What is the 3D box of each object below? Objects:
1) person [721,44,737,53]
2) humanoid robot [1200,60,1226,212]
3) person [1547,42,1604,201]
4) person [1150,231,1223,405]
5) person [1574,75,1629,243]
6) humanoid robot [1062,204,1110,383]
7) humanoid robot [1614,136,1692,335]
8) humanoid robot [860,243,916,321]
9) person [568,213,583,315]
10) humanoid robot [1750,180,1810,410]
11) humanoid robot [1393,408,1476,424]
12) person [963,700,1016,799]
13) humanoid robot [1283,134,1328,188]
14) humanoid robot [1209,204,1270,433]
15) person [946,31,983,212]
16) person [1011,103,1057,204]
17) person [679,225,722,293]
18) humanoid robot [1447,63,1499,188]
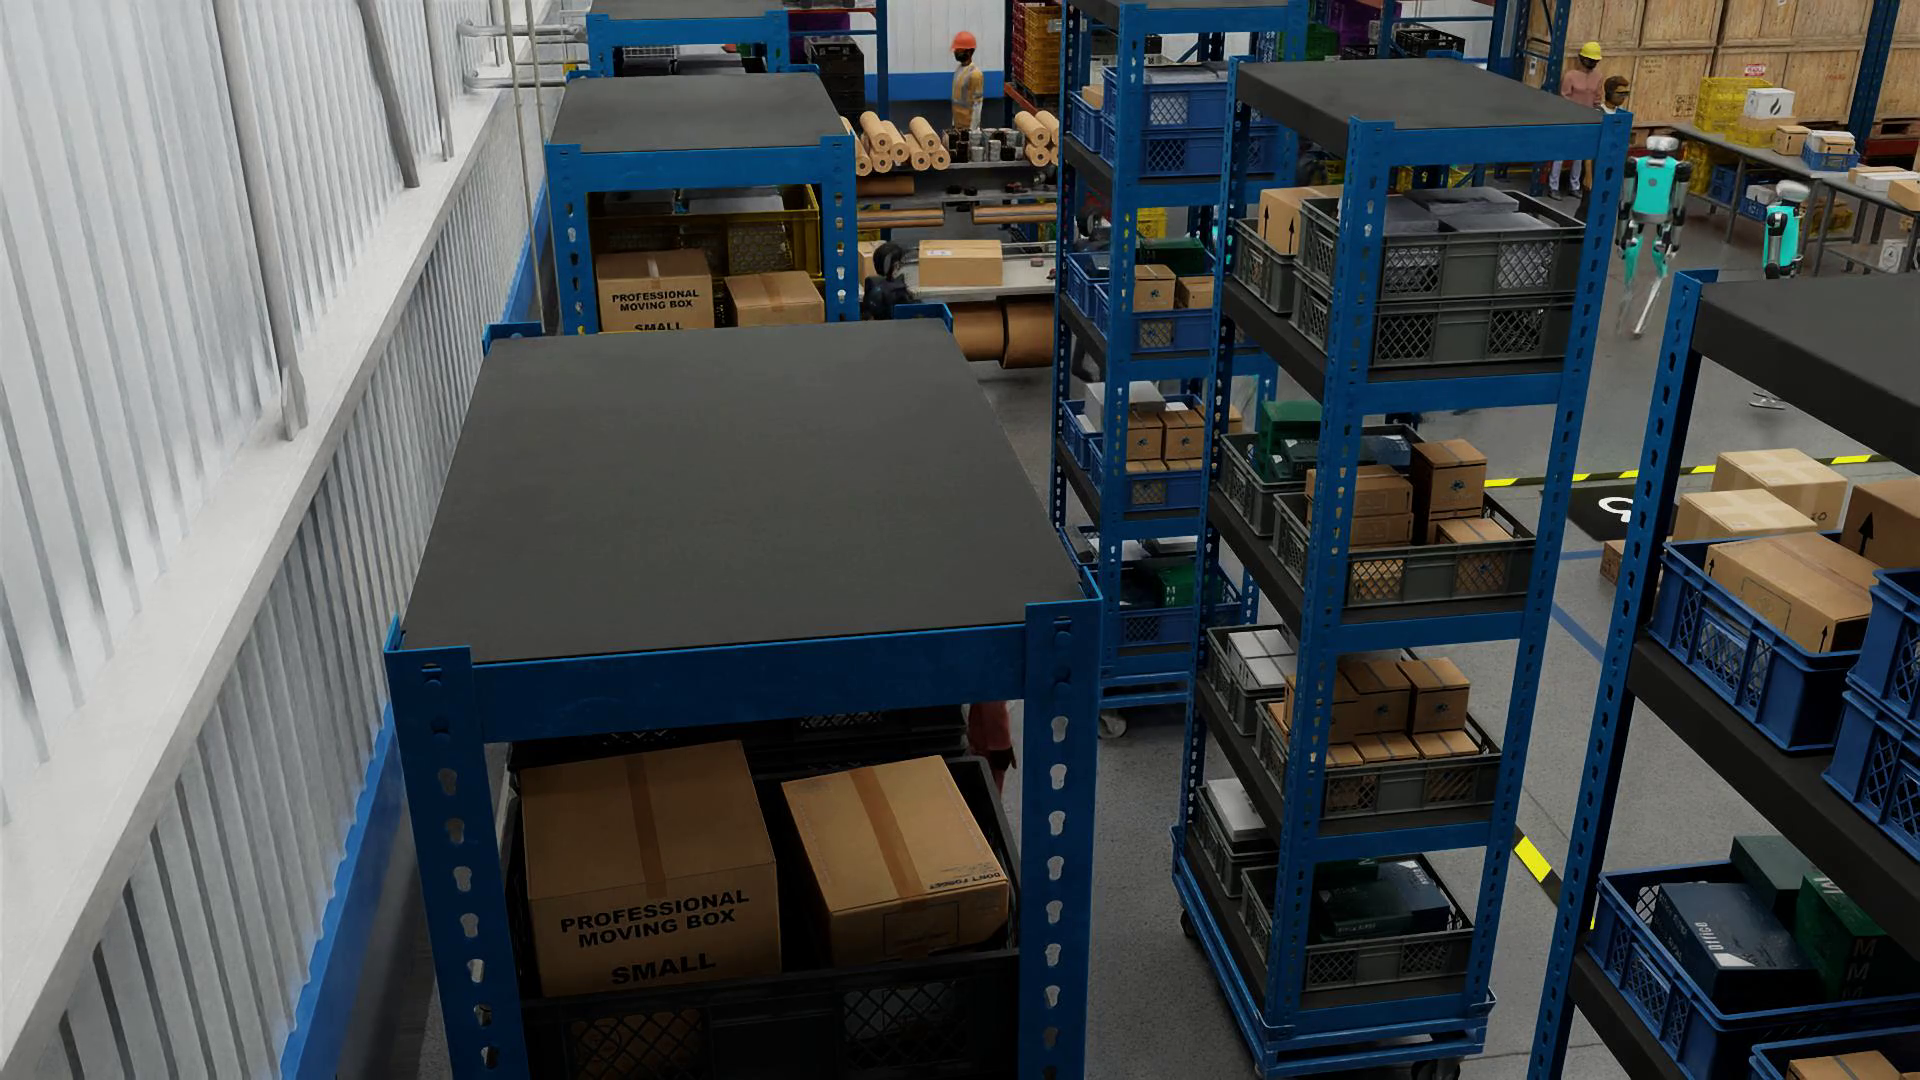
[{"bbox_3d":[-2.311,-4.252,17.425,0.391,2.040,0.607,-23,33,-40],"label":"person"},{"bbox_3d":[2.695,-4.144,17.580,0.544,1.740,1.026,0,25,0],"label":"humanoid robot"},{"bbox_3d":[6.986,-4.723,18.786,0.525,1.760,0.335,-6,25,-12],"label":"person"},{"bbox_3d":[1.473,-1.098,10.790,0.596,1.851,0.380,-4,25,-9],"label":"person"},{"bbox_3d":[6.260,-3.615,16.290,0.506,1.837,0.334,-21,32,-37],"label":"person"},{"bbox_3d":[1.045,-1.658,12.223,0.612,1.643,0.419,19,31,35],"label":"humanoid robot"},{"bbox_3d":[5.861,-2.523,14.115,0.539,1.870,0.737,15,29,29],"label":"humanoid robot"},{"bbox_3d":[-0.490,-1.234,11.349,0.586,1.622,0.785,23,33,40],"label":"humanoid robot"},{"bbox_3d":[-2.731,-1.883,12.494,0.343,1.862,0.509,20,32,37],"label":"person"},{"bbox_3d":[6.204,-1.769,12.231,0.735,1.673,0.533,16,29,31],"label":"humanoid robot"},{"bbox_3d":[3.603,-1.650,12.262,0.791,1.632,0.616,-4,25,-9],"label":"humanoid robot"},{"bbox_3d":[0.084,0.683,6.840,0.392,1.920,0.587,-5,25,-11],"label":"person"},{"bbox_3d":[3.022,-2.861,14.829,0.610,1.644,0.335,19,31,35],"label":"humanoid robot"},{"bbox_3d":[2.052,-1.518,11.859,0.775,1.803,0.530,4,25,10],"label":"humanoid robot"},{"bbox_3d":[0.047,-4.596,18.294,0.358,1.938,0.544,-12,27,-23],"label":"person"},{"bbox_3d":[0.897,-4.349,17.936,0.985,1.791,0.635,-13,28,-27],"label":"person"},{"bbox_3d":[-2.109,-2.324,13.631,0.499,1.711,0.842,-5,25,-11],"label":"person"},{"bbox_3d":[5.340,-4.220,17.774,0.552,1.779,0.882,-6,25,-12],"label":"humanoid robot"}]
